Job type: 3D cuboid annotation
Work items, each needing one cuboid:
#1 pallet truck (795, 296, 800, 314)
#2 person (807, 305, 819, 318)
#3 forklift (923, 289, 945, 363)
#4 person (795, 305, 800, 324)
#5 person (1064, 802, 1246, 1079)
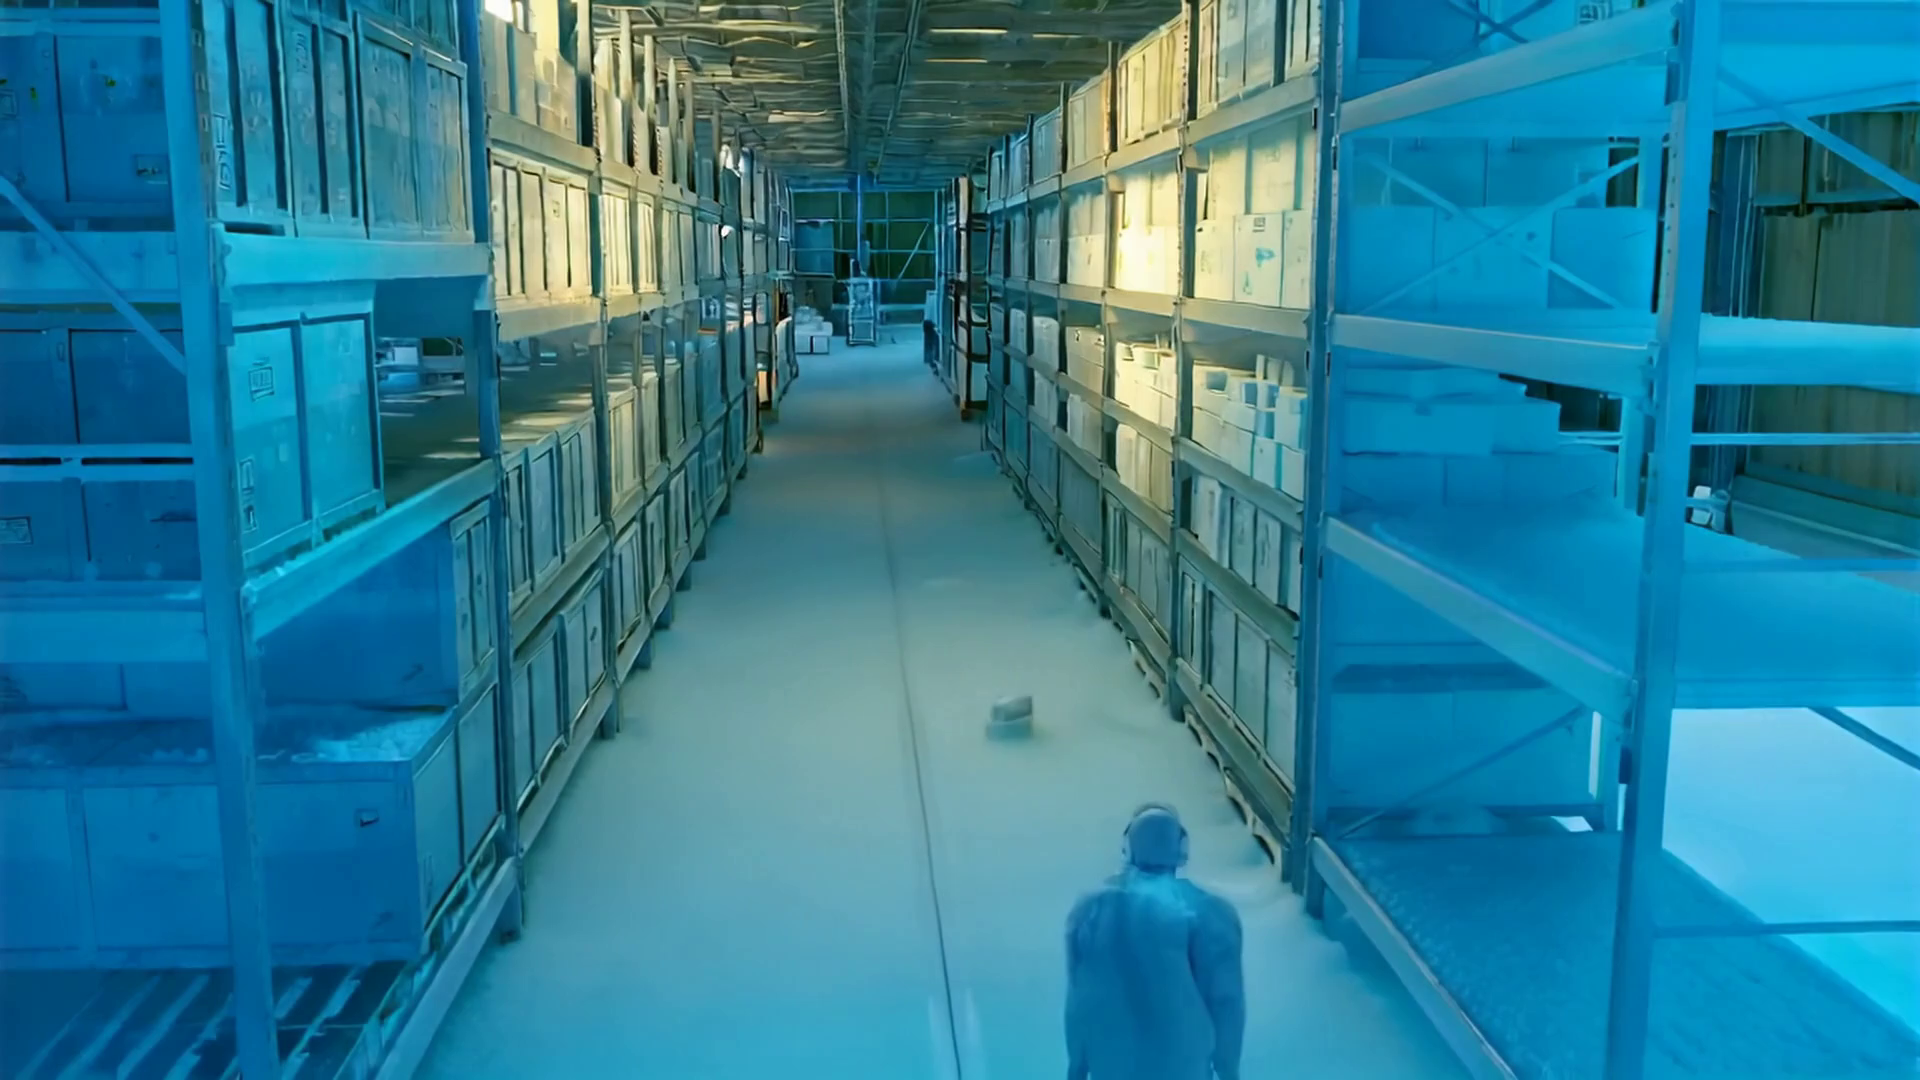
[{"bbox_3d":[-8.622,-12.439,91.403,1.885,1.965,0.823,2,10,13],"label":"pallet truck"},{"bbox_3d":[-6.656,-9.806,76.011,0.654,1.881,1.022,-7,12,-34],"label":"person"},{"bbox_3d":[-0.832,-8.181,63.334,1.129,2.768,1.873,-1,10,-3],"label":"forklift"},{"bbox_3d":[-7.435,-9.637,74.978,0.561,1.882,1.008,-4,10,-23],"label":"person"},{"bbox_3d":[0.706,1.891,6.085,0.652,1.904,0.402,0,10,3],"label":"person"}]
